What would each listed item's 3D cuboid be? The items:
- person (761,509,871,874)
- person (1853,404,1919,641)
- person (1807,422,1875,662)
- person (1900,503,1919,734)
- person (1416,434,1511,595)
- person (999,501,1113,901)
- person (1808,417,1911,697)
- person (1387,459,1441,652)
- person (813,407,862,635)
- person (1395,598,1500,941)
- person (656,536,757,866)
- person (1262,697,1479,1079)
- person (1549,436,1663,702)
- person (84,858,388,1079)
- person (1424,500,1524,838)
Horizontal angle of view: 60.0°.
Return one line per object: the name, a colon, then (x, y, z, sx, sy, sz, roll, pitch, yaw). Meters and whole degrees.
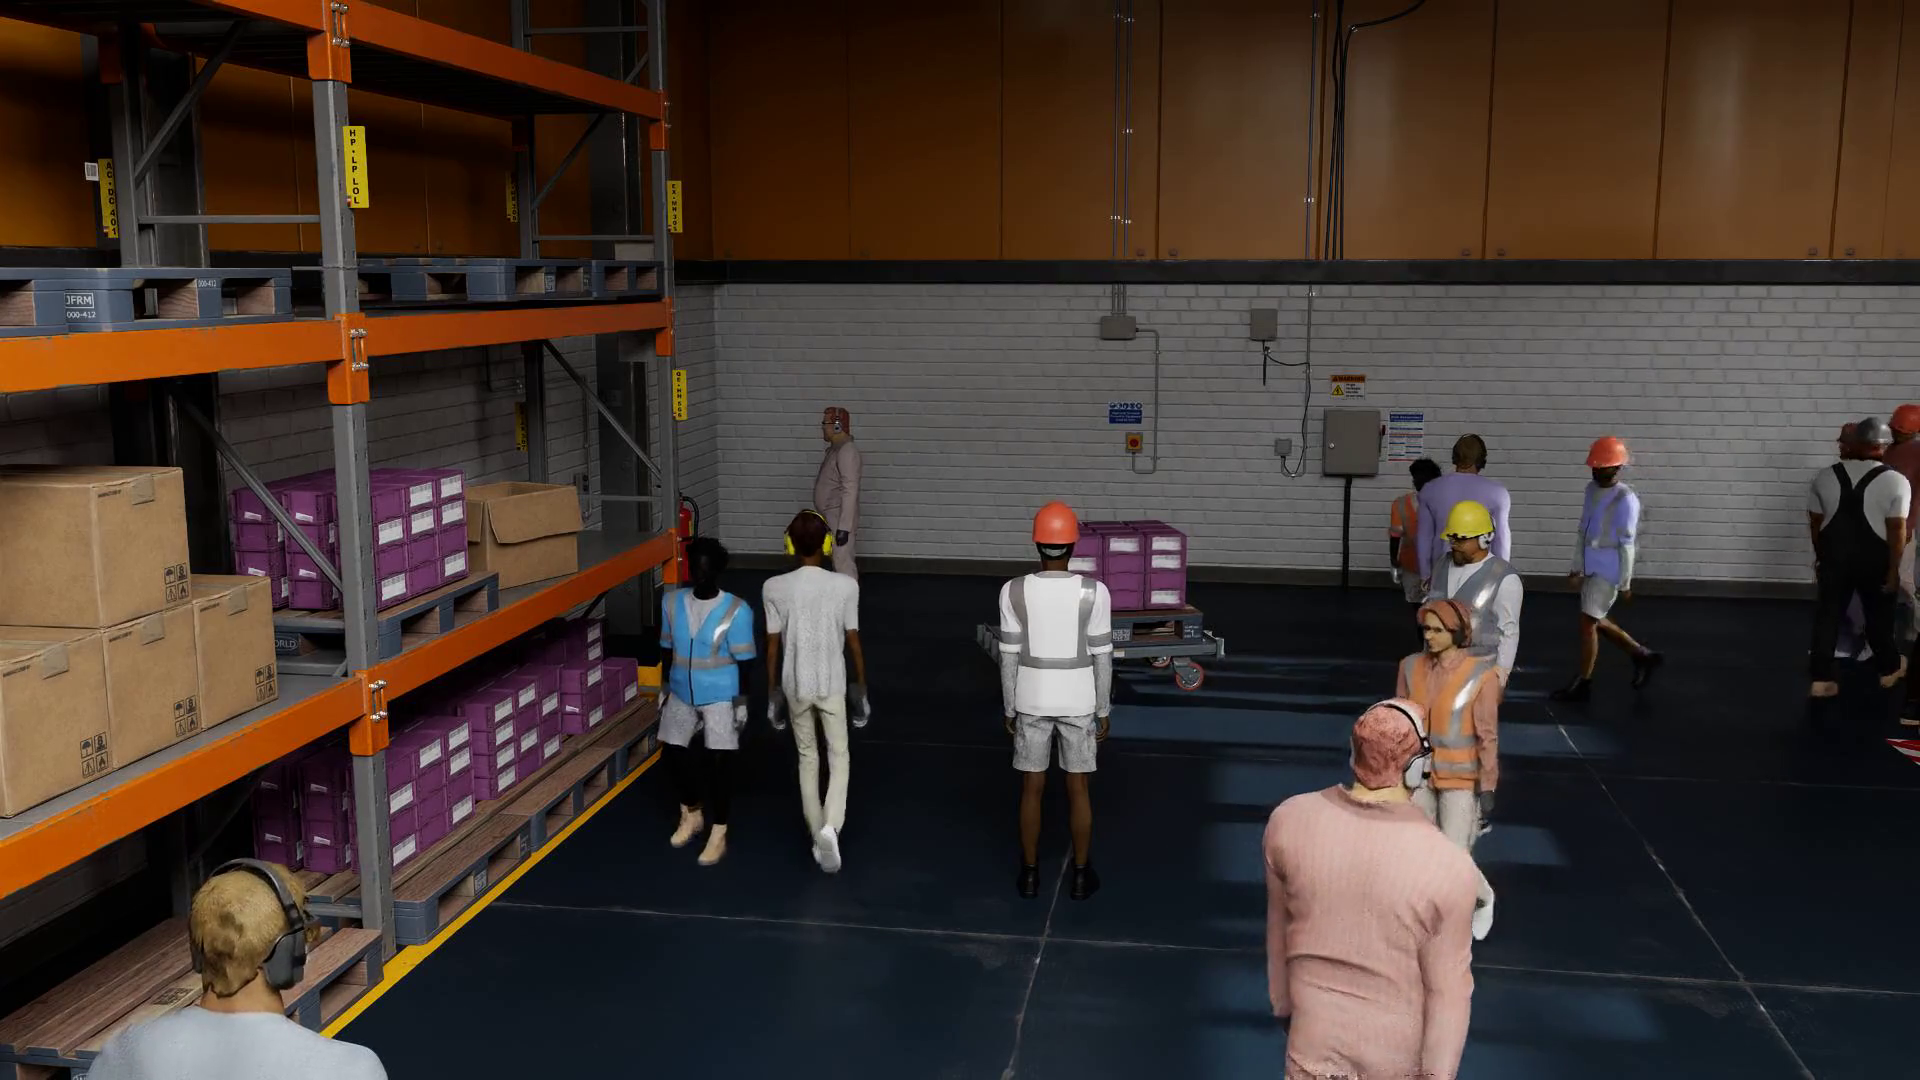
person: (-0.720, 0.775, 8.322, 0.544, 1.845, 0.641, 0, 9, -1)
person: (7.691, -0.142, 13.609, 0.489, 1.965, 0.647, -2, 9, -12)
person: (6.886, 0.028, 12.814, 0.480, 1.885, 0.690, 4, 10, 21)
person: (6.444, 0.301, 10.866, 0.361, 1.963, 0.613, 1, 9, 9)
person: (3.407, 0.246, 11.293, 0.630, 1.938, 0.366, 7, 11, 36)
person: (0.462, 0.777, 8.013, 0.546, 1.941, 0.355, 1, 9, 8)
person: (6.475, 0.094, 11.918, 1.035, 2.000, 0.693, -8, 12, -39)
person: (3.409, 0.227, 12.268, 0.539, 1.647, 0.900, 5, 11, 30)
person: (-1.025, -0.160, 13.895, 0.408, 1.906, 0.653, -2, 9, -10)
person: (2.142, 1.047, 7.314, 0.463, 1.622, 0.530, -7, 12, -38)
person: (-1.314, 0.809, 8.555, 0.570, 1.690, 0.388, 3, 10, 20)
person: (1.083, 1.365, 4.578, 0.636, 1.883, 0.850, 7, 12, 37)
person: (4.591, 0.206, 11.662, 0.747, 1.910, 0.568, -1, 9, -7)
person: (-1.335, 1.557, 3.210, 0.635, 1.936, 0.355, 2, 9, 12)
person: (2.705, 0.685, 8.946, 0.403, 1.823, 0.586, -6, 11, -32)
